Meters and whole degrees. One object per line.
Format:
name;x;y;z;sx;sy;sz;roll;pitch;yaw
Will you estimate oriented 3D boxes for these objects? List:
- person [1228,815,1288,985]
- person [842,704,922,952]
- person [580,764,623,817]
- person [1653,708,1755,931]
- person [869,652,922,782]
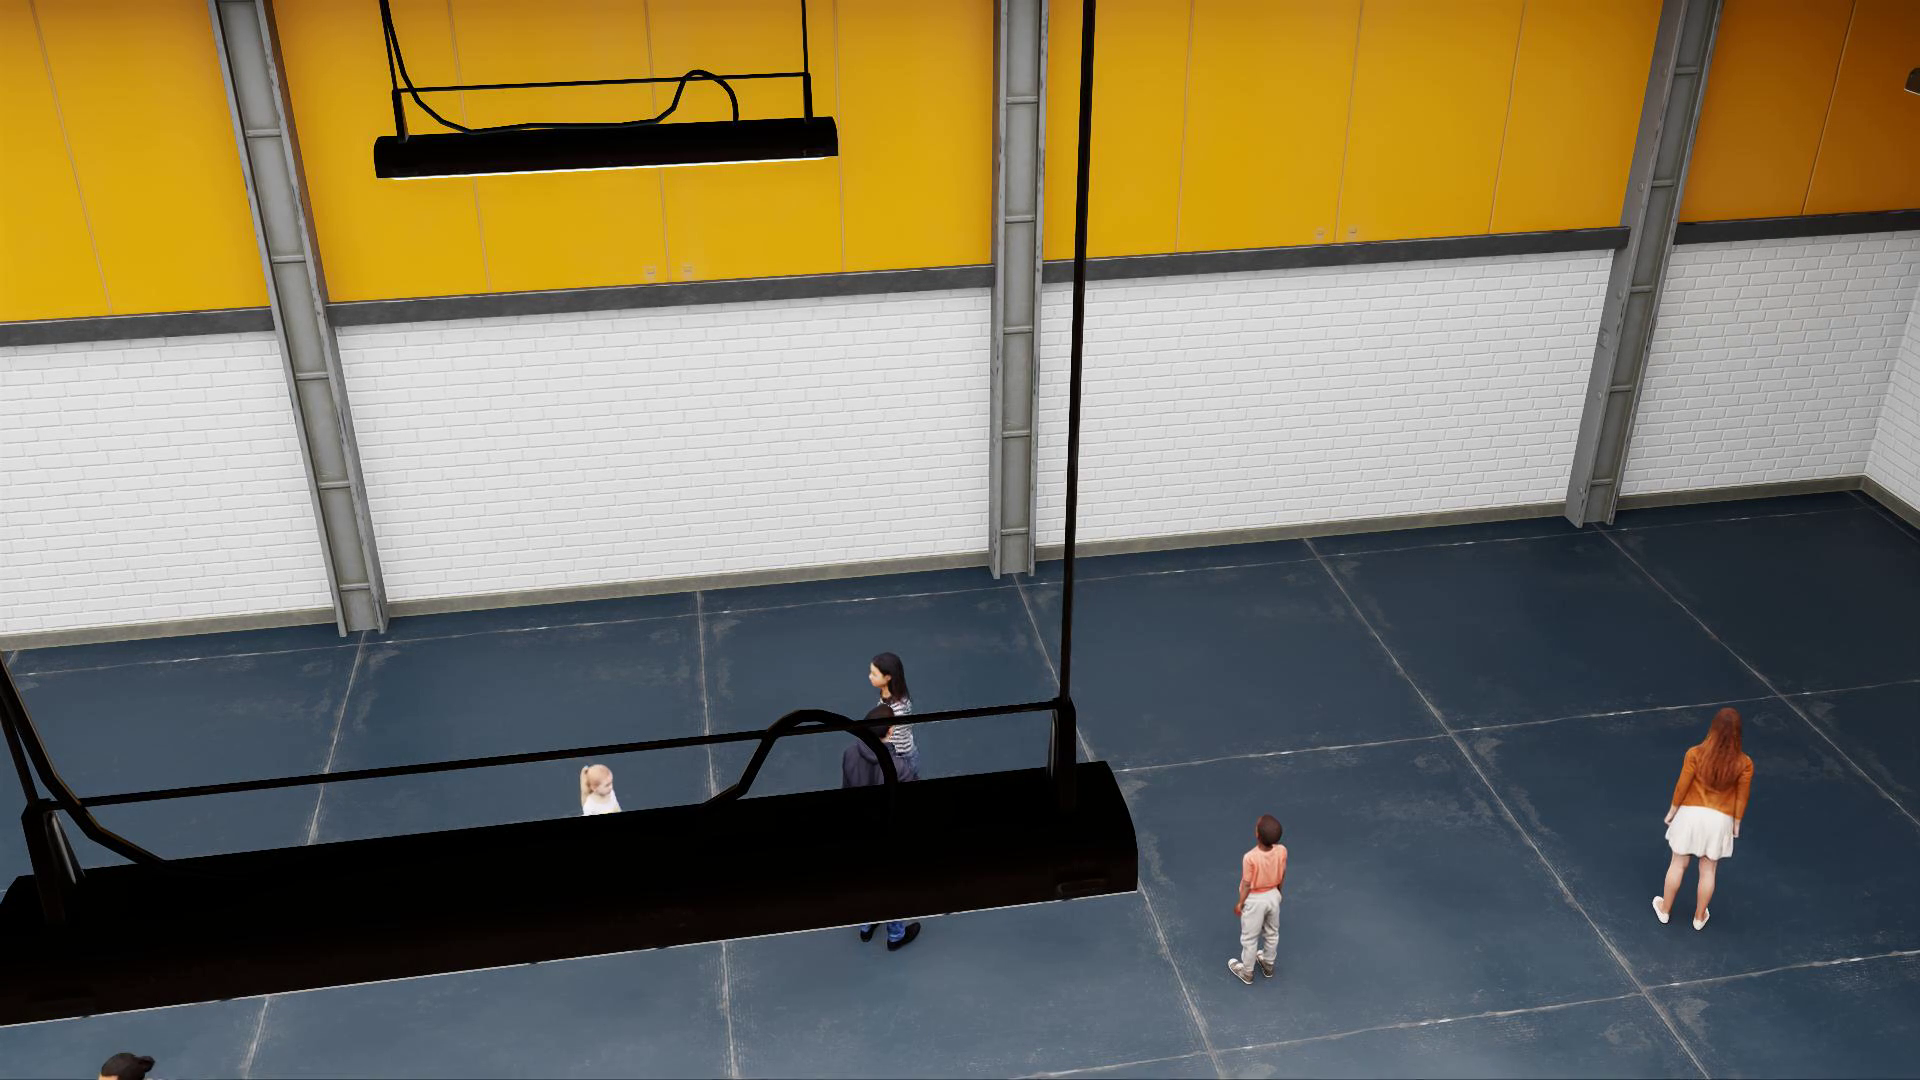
person;1.977;2.346;10.889;0.450;1.310;0.573;-9;30;-16
person;-0.533;1.919;11.063;0.727;1.893;0.821;14;32;24
person;-2.470;2.078;11.417;0.658;1.276;0.611;12;31;21
person;5.052;1.897;11.286;0.671;1.718;0.781;10;30;17
person;-0.347;1.568;11.844;0.962;1.763;0.710;-11;30;-19
